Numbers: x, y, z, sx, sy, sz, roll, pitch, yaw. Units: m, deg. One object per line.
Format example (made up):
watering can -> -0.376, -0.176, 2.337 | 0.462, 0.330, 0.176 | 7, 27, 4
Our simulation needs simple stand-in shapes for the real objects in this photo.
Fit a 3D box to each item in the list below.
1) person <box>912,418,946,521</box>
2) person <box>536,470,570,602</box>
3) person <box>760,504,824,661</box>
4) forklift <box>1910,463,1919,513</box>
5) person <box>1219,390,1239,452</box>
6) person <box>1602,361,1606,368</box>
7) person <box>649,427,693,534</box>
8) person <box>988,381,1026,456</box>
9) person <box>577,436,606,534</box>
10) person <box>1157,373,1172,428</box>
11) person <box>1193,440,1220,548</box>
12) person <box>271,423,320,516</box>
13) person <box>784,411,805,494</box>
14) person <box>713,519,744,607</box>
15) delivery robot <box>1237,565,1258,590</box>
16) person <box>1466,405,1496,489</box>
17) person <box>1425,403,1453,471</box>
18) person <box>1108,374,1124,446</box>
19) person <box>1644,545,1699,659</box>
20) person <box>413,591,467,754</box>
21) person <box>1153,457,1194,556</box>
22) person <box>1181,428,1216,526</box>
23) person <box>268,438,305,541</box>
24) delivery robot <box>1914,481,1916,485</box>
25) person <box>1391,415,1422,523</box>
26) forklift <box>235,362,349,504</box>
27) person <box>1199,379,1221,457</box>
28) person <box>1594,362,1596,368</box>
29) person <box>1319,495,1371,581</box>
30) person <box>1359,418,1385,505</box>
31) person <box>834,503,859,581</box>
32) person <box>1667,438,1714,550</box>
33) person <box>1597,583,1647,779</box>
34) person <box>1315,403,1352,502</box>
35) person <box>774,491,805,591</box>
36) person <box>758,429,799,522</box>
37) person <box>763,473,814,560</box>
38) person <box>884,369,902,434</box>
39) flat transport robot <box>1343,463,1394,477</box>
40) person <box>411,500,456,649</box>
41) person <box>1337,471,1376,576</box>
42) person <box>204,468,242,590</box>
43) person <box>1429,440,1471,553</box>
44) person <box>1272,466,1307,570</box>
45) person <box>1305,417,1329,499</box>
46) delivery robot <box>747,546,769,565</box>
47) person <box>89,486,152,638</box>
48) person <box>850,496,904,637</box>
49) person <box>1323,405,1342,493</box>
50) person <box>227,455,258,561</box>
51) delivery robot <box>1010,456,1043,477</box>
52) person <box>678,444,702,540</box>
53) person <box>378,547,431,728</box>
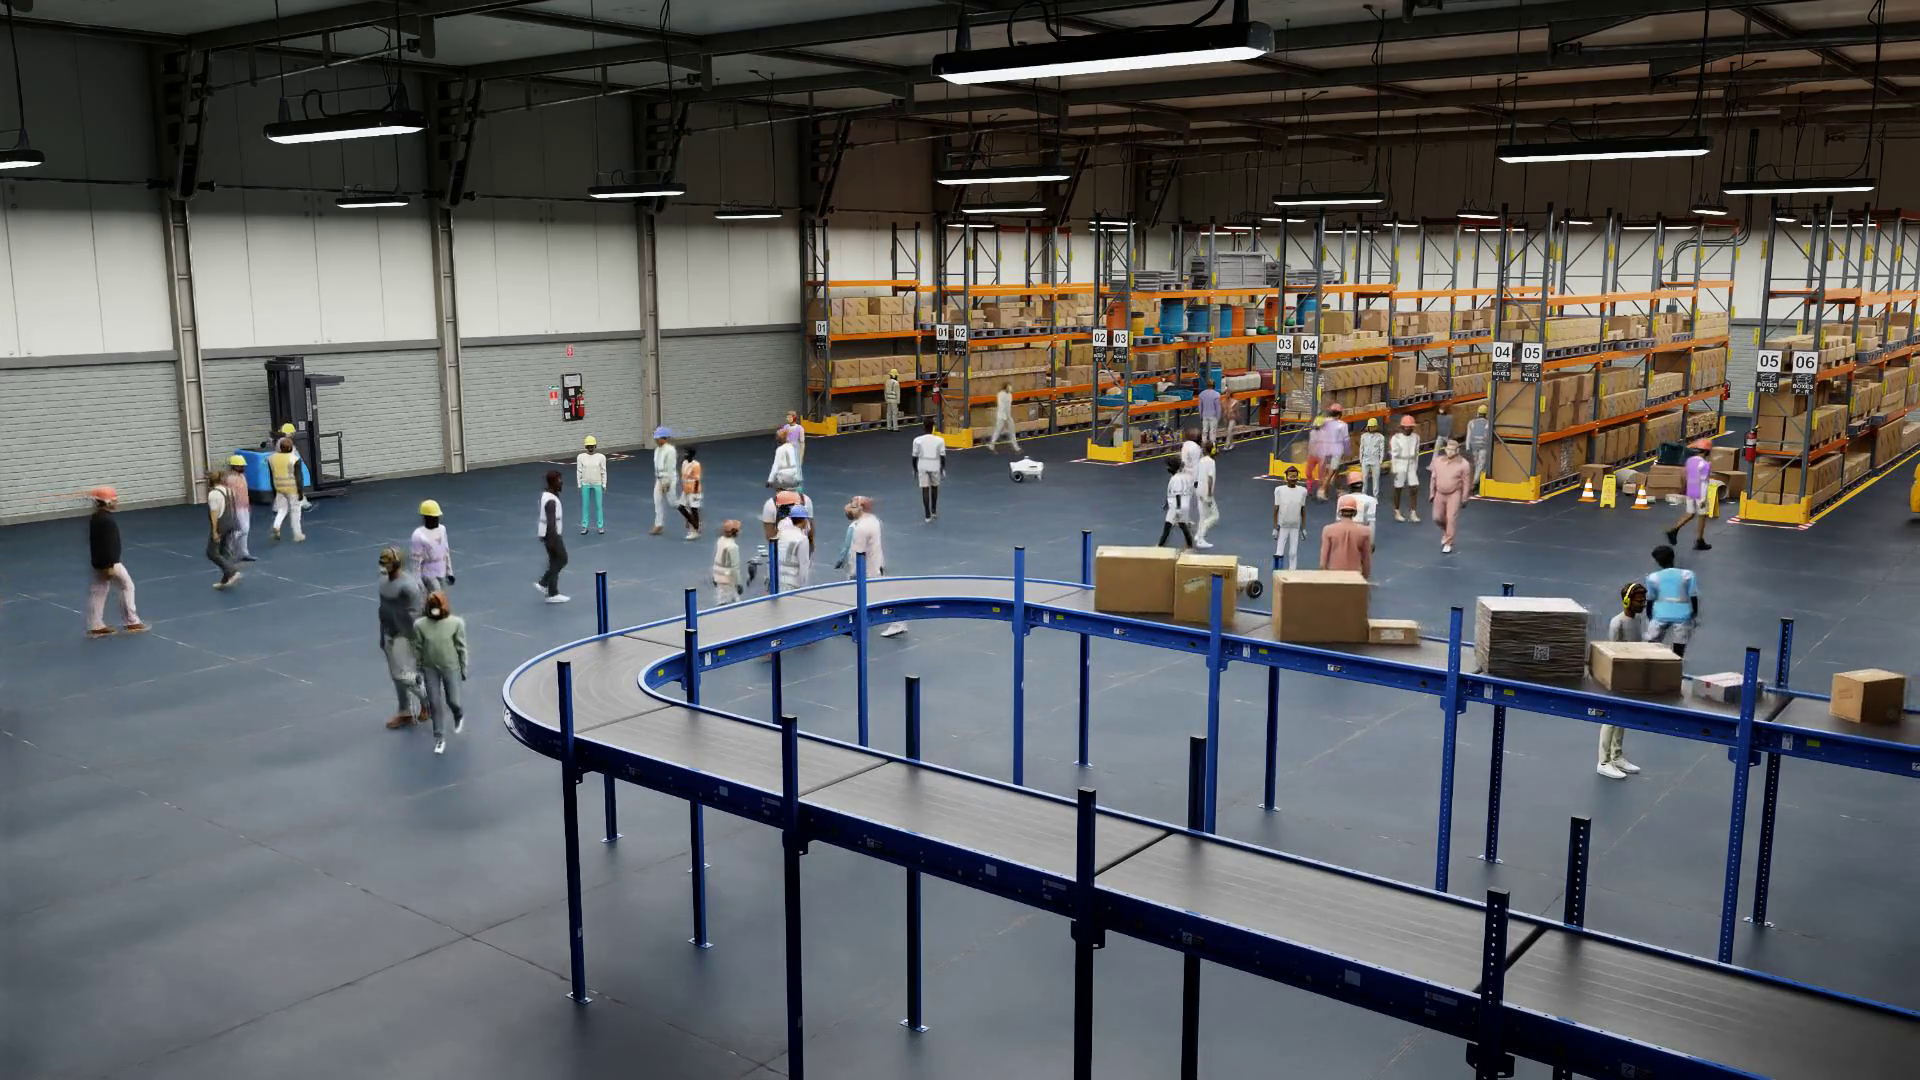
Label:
person -> -0.598, -1.360, 29.679 | 0.635, 1.923, 0.942 | -1, 10, -4
person -> -5.818, -0.057, 22.409 | 0.445, 1.905, 0.621 | -3, 10, -15
person -> -2.110, 0.513, 19.363 | 1.082, 1.872, 0.670 | -7, 12, -34
forklift -> 19.034, -1.348, 28.998 | 2.313, 2.155, 1.214 | 8, 13, 37
person -> 6.955, -3.096, 40.454 | 0.535, 1.596, 0.880 | 8, 13, 39
person -> 20.278, -4.778, 49.297 | 0.467, 1.801, 0.693 | 7, 12, 34
person -> -5.236, -1.089, 28.181 | 0.597, 1.925, 0.797 | 9, 13, 41
person -> 1.142, -3.073, 39.492 | 1.041, 1.890, 0.635 | 7, 12, 34
person -> -6.602, -0.990, 28.061 | 0.524, 1.769, 0.316 | -2, 10, -9
person -> 5.977, -4.095, 45.935 | 0.530, 1.614, 0.454 | 7, 12, 33
person -> 4.220, -0.772, 26.602 | 0.382, 1.848, 0.571 | -3, 10, -16
person -> -12.862, -1.354, 30.080 | 0.947, 1.779, 0.617 | -8, 13, -38
person -> -3.391, -1.722, 31.987 | 0.563, 1.837, 0.394 | 9, 13, 40
person -> -2.888, 0.531, 19.914 | 0.688, 1.607, 0.546 | -4, 11, -23
delivery robot -> 3.983, 0.523, 22.814 | 0.707, 0.478, 0.477 | -5, 11, -24
person -> 11.238, -2.009, 33.765 | 0.600, 1.796, 0.942 | 8, 13, 38
person -> 11.193, -2.369, 36.309 | 0.824, 1.589, 0.512 | -7, 12, -34
person -> 4.137, -3.408, 41.258 | 0.572, 1.914, 0.826 | 8, 13, 40
person -> 8.065, 0.899, 17.729 | 0.619, 1.668, 0.317 | 5, 11, 28
person -> -5.192, 1.288, 15.668 | 0.504, 1.619, 0.523 | -2, 10, -9
person -> 3.476, -0.541, 25.839 | 0.886, 1.650, 0.535 | 2, 10, 10
person -> 4.409, -1.151, 28.812 | 0.756, 1.819, 0.654 | -3, 10, -16
person -> -11.707, -0.866, 27.197 | 0.641, 1.828, 0.631 | 2, 10, 9
delivery robot -> 19.895, -1.133, 32.133 | 0.707, 0.478, 0.477 | -9, 13, -41
person -> 8.341, -1.307, 29.153 | 0.611, 2.008, 0.870 | -2, 10, -10
forklift -> -13.803, -2.244, 32.110 | 1.129, 2.768, 1.873 | 8, 13, 37
person -> 6.295, -3.083, 39.362 | 0.628, 1.940, 0.373 | 8, 13, 39
person -> 19.662, -4.673, 48.354 | 0.550, 1.928, 0.388 | -4, 11, -19
person -> 4.815, 0.404, 19.649 | 0.647, 1.962, 0.819 | 1, 10, 5
person -> 8.270, -1.584, 31.473 | 0.491, 1.744, 0.295 | 4, 11, 24
person -> -1.496, 0.290, 21.334 | 0.847, 1.596, 0.516 | 1, 10, 7
person -> 12.430, -0.782, 26.484 | 0.703, 1.916, 0.558 | -2, 10, -13
person -> 6.301, 1.315, 14.835 | 0.519, 1.864, 0.314 | -10, 14, -43
person -> 7.621, -1.791, 31.949 | 1.060, 2.002, 0.625 | -7, 12, -35
person -> -2.233, 0.294, 20.534 | 0.989, 1.882, 0.554 | 6, 12, 29
person -> -3.289, -1.103, 28.508 | 1.006, 1.831, 0.601 | 3, 10, 15
person -> -2.321, 0.068, 21.459 | 0.701, 2.000, 0.905 | -2, 10, -13
person -> -1.903, -3.961, 44.614 | 0.404, 1.828, 0.592 | -9, 13, -41
flat transport robot -> 9.425, -1.631, 35.995 | 0.652, 0.197, 1.431 | 8, 13, 38
person -> -6.715, 0.419, 19.766 | 0.796, 1.899, 0.590 | 3, 10, 15
person -> 5.695, -0.043, 22.404 | 0.570, 1.883, 0.975 | 5, 11, 25
person -> -10.958, -0.161, 23.209 | 0.434, 1.831, 0.521 | 1, 10, 3
person -> 8.246, -0.750, 26.353 | 0.667, 1.891, 0.531 | 8, 13, 38
person -> 4.887, -0.177, 23.197 | 0.517, 1.874, 0.328 | -1, 10, -4
person -> 7.291, -1.679, 32.045 | 0.593, 1.719, 0.596 | -7, 12, -35
delivery robot -> -3.031, 0.203, 23.886 | 0.335, 0.223, 0.698 | 1, 10, 7
person -> -11.018, 0.265, 20.440 | 0.642, 1.961, 0.837 | 8, 13, 39
person -> -1.199, 0.343, 20.344 | 1.021, 1.856, 0.643 | 1, 10, 5
person -> 7.792, -1.912, 32.978 | 0.614, 1.864, 0.397 | 7, 12, 33
person -> -11.720, -0.516, 25.446 | 0.404, 1.757, 0.526 | -1, 10, -3
delivery robot -> 1.487, -1.619, 34.870 | 0.707, 0.478, 0.477 | -1, 10, -5
person -> -4.730, -0.846, 27.455 | 0.366, 1.684, 0.551 | -8, 13, -37
person -> -5.838, 1.014, 16.340 | 0.625, 1.928, 0.467 | 10, 14, 43
